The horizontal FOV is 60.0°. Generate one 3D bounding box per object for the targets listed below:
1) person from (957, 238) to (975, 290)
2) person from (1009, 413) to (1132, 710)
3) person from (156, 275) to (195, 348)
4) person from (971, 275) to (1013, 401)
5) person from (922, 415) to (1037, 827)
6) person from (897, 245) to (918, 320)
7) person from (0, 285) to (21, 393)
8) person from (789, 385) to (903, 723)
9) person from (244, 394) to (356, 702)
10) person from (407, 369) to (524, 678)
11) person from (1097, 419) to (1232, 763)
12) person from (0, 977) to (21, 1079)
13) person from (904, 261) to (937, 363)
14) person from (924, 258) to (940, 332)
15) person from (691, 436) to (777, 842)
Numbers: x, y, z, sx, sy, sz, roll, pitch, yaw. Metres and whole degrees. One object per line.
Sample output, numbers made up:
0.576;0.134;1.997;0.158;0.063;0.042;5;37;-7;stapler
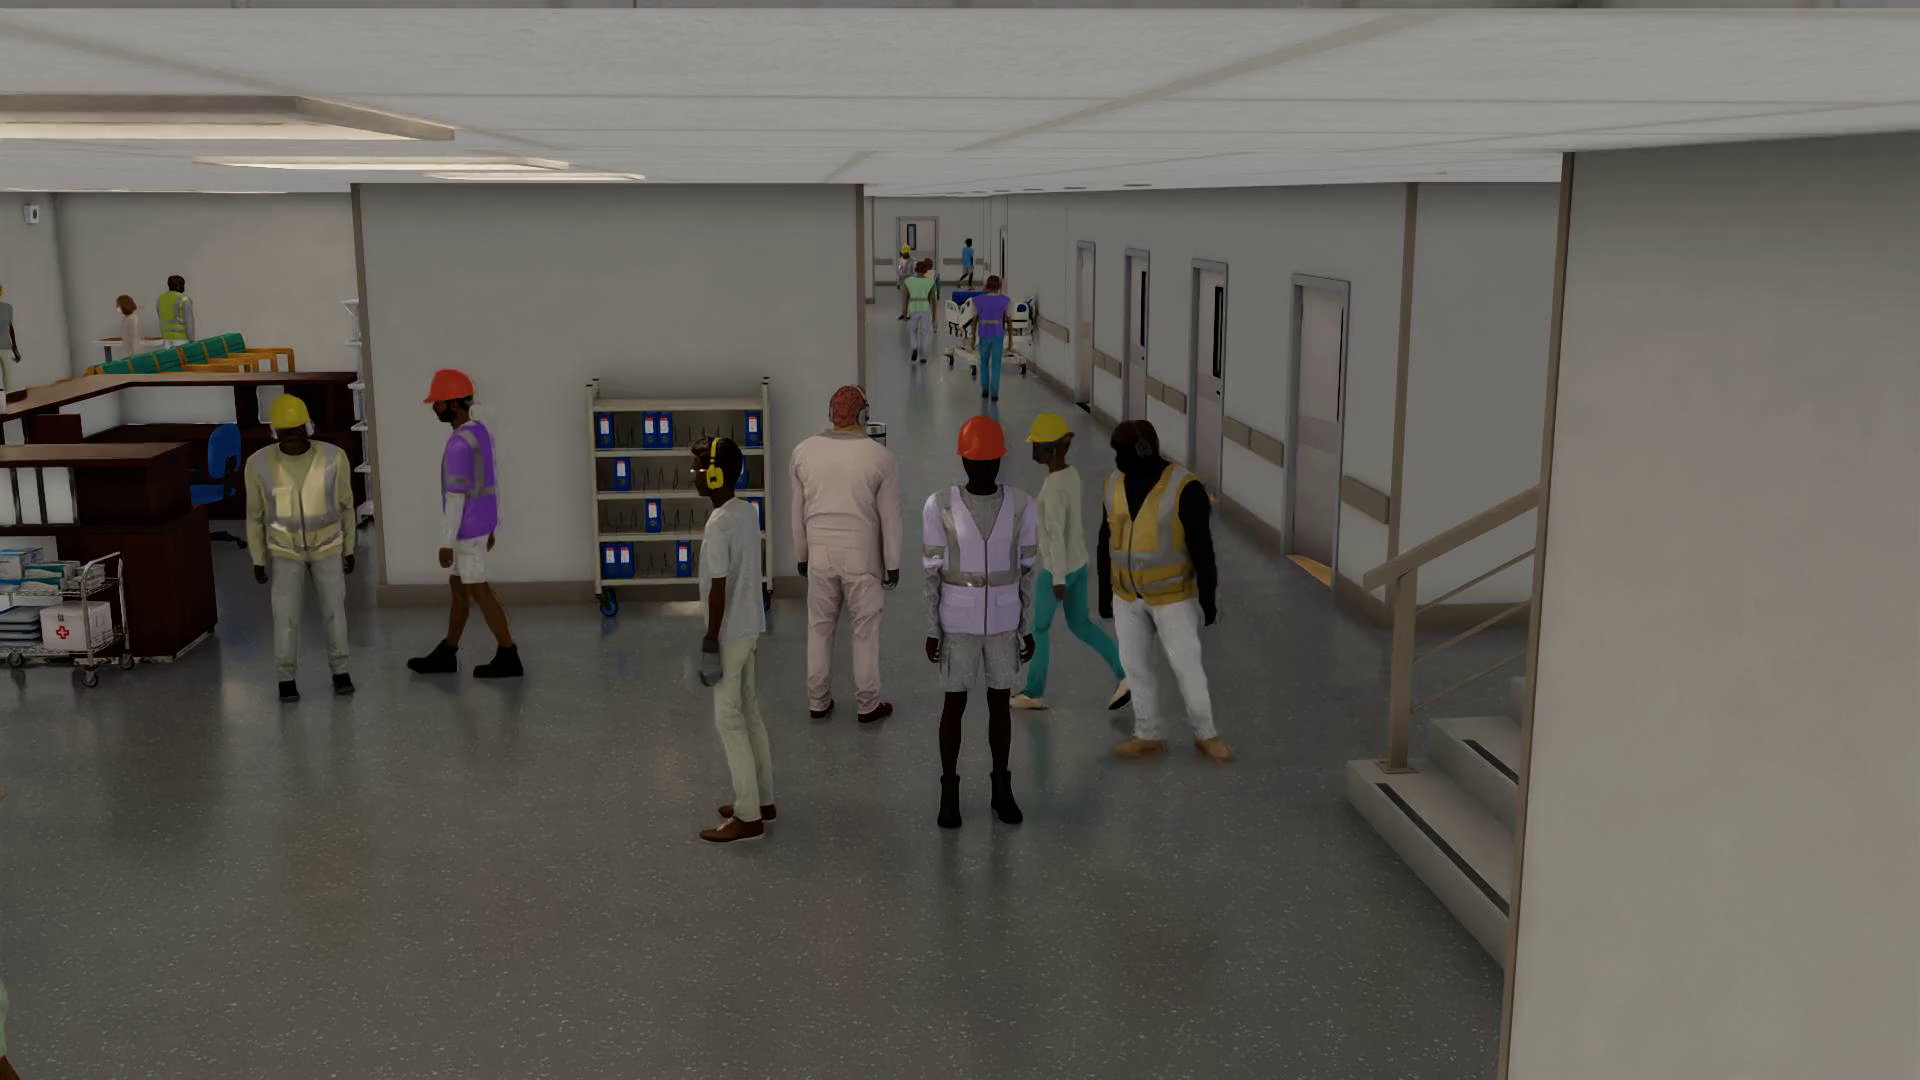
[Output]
0.209;-8.934;53.890;0.554;1.684;0.534;-9;15;-38;person
0.655;0.142;9.435;0.782;1.732;0.548;4;12;19;person
-11.423;-2.953;24.328;0.635;1.834;0.430;5;13;23;person
0.475;-2.961;24.365;0.605;1.821;0.636;1;12;6;person
0.098;0.381;7.751;0.545;1.938;0.357;-2;12;-10;person
-1.302;-6.297;40.677;0.591;1.824;0.403;9;15;38;person
-12.795;-2.530;22.147;0.319;1.870;0.521;8;14;34;person
-0.621;0.082;9.321;0.648;1.901;0.399;3;12;15;person
-3.827;0.051;9.690;0.596;1.814;0.452;-4;12;-20;person
-3.031;-0.081;10.100;0.653;1.923;0.567;-1;12;-5;person
1.061;0.271;8.653;0.749;1.805;0.546;9;15;37;person
-2.326;1.219;3.631;0.391;1.948;0.605;3;12;15;person
-0.712;-4.095;29.893;0.592;1.827;0.456;0;12;2;person
-0.695;-5.396;36.722;0.525;1.637;0.307;-2;12;-11;person
-1.045;0.447;7.623;0.331;1.863;0.513;2;12;11;person
